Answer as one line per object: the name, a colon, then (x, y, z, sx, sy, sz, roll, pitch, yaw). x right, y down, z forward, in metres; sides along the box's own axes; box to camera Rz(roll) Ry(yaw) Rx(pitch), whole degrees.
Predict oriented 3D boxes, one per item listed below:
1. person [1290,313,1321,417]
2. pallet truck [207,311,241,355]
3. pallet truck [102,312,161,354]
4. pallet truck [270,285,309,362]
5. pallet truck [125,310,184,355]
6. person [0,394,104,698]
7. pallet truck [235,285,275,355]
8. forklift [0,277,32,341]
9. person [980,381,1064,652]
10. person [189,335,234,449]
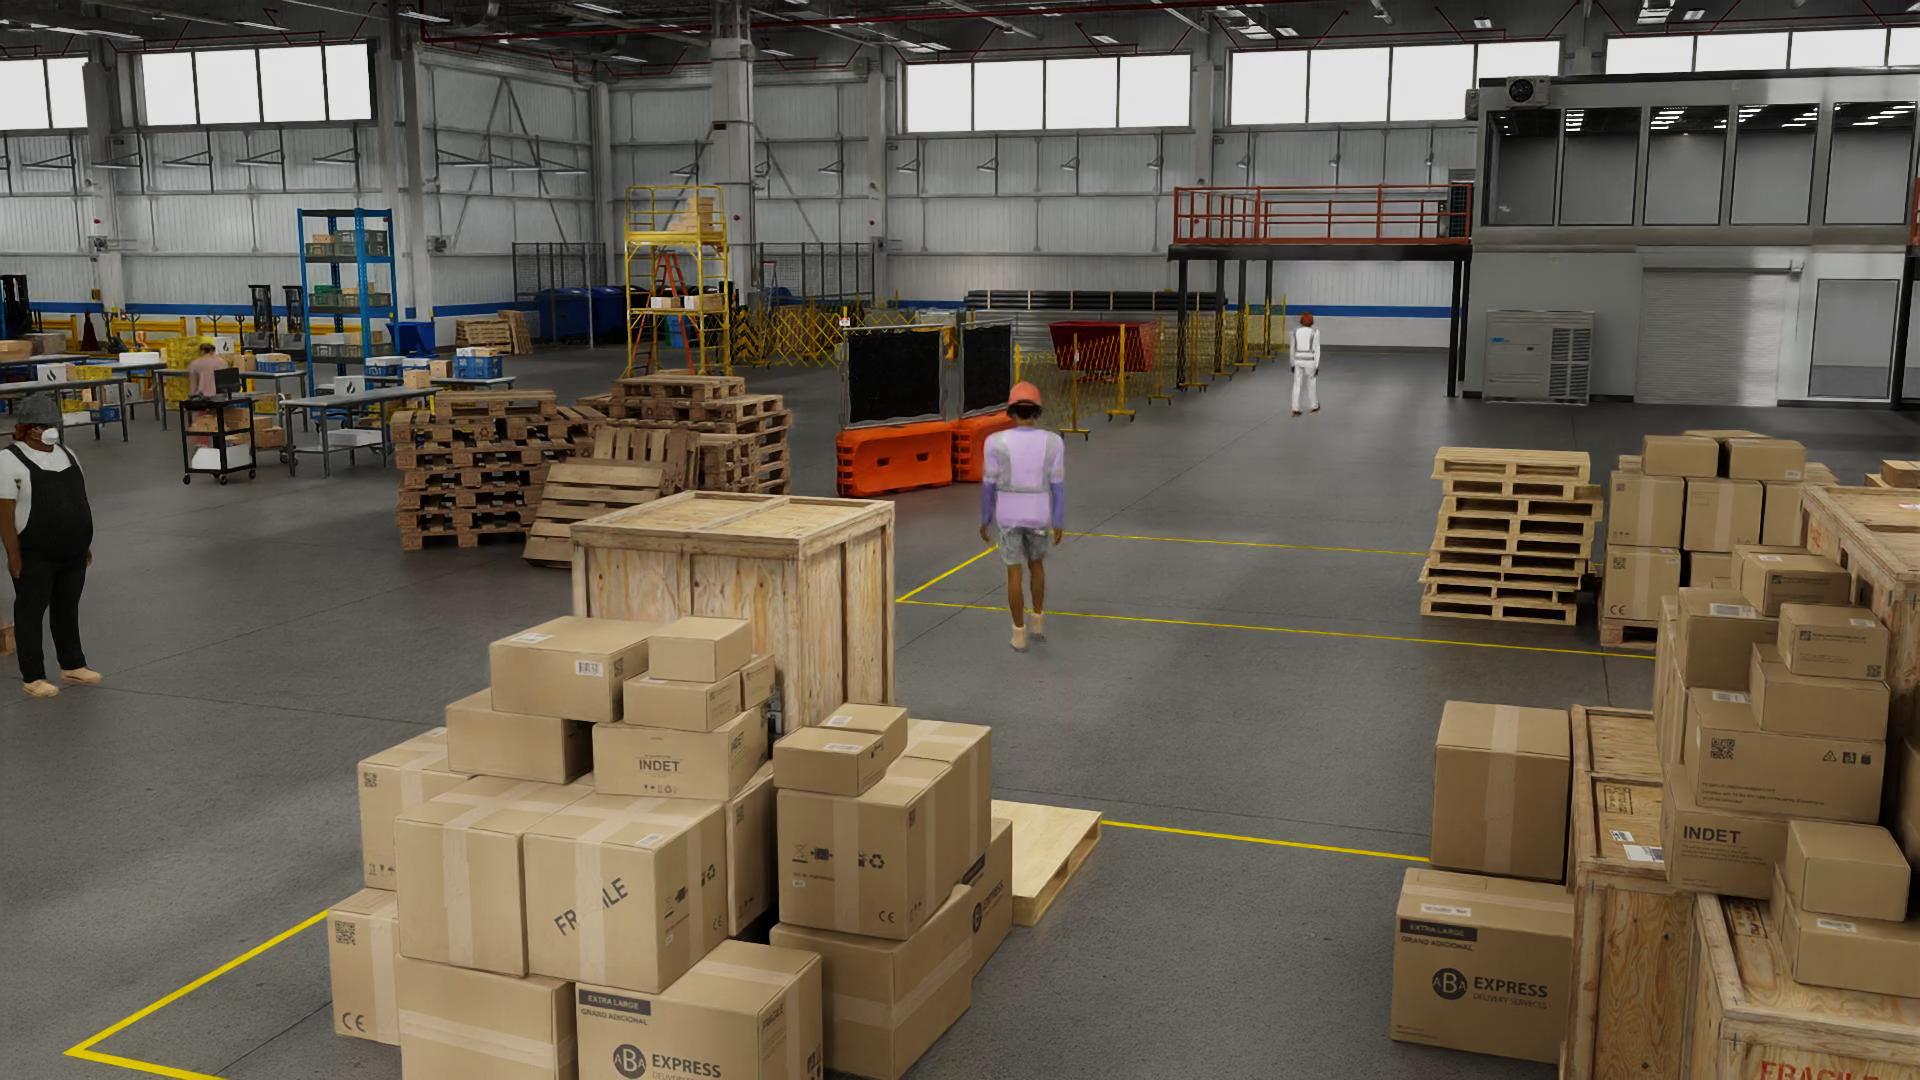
person: (6.151, -3.120, 29.604, 0.605, 1.827, 1.002, 7, 12, 34)
pallet truck: (-19.537, -5.575, 44.913, 0.653, 1.274, 1.630, 3, 11, 19)
pallet truck: (-23.057, -5.777, 46.261, 0.680, 1.201, 1.601, 3, 11, 19)
pallet truck: (-17.147, -5.700, 43.663, 0.823, 1.965, 1.885, 3, 11, 17)
pallet truck: (-22.038, -5.665, 45.457, 0.704, 1.261, 1.522, 3, 11, 17)
person: (-6.153, 0.027, 11.287, 0.535, 2.000, 0.673, 3, 11, 17)
pallet truck: (-18.327, -5.835, 44.421, 0.823, 1.965, 1.885, 4, 11, 23)
forklift: (-27.151, -6.329, 46.328, 1.157, 1.987, 2.680, 3, 11, 17)
person: (0.452, -0.180, 12.520, 0.607, 2.024, 0.610, -2, 10, -10)
person: (-10.694, -2.052, 23.800, 0.545, 1.756, 0.384, -1, 10, -6)
